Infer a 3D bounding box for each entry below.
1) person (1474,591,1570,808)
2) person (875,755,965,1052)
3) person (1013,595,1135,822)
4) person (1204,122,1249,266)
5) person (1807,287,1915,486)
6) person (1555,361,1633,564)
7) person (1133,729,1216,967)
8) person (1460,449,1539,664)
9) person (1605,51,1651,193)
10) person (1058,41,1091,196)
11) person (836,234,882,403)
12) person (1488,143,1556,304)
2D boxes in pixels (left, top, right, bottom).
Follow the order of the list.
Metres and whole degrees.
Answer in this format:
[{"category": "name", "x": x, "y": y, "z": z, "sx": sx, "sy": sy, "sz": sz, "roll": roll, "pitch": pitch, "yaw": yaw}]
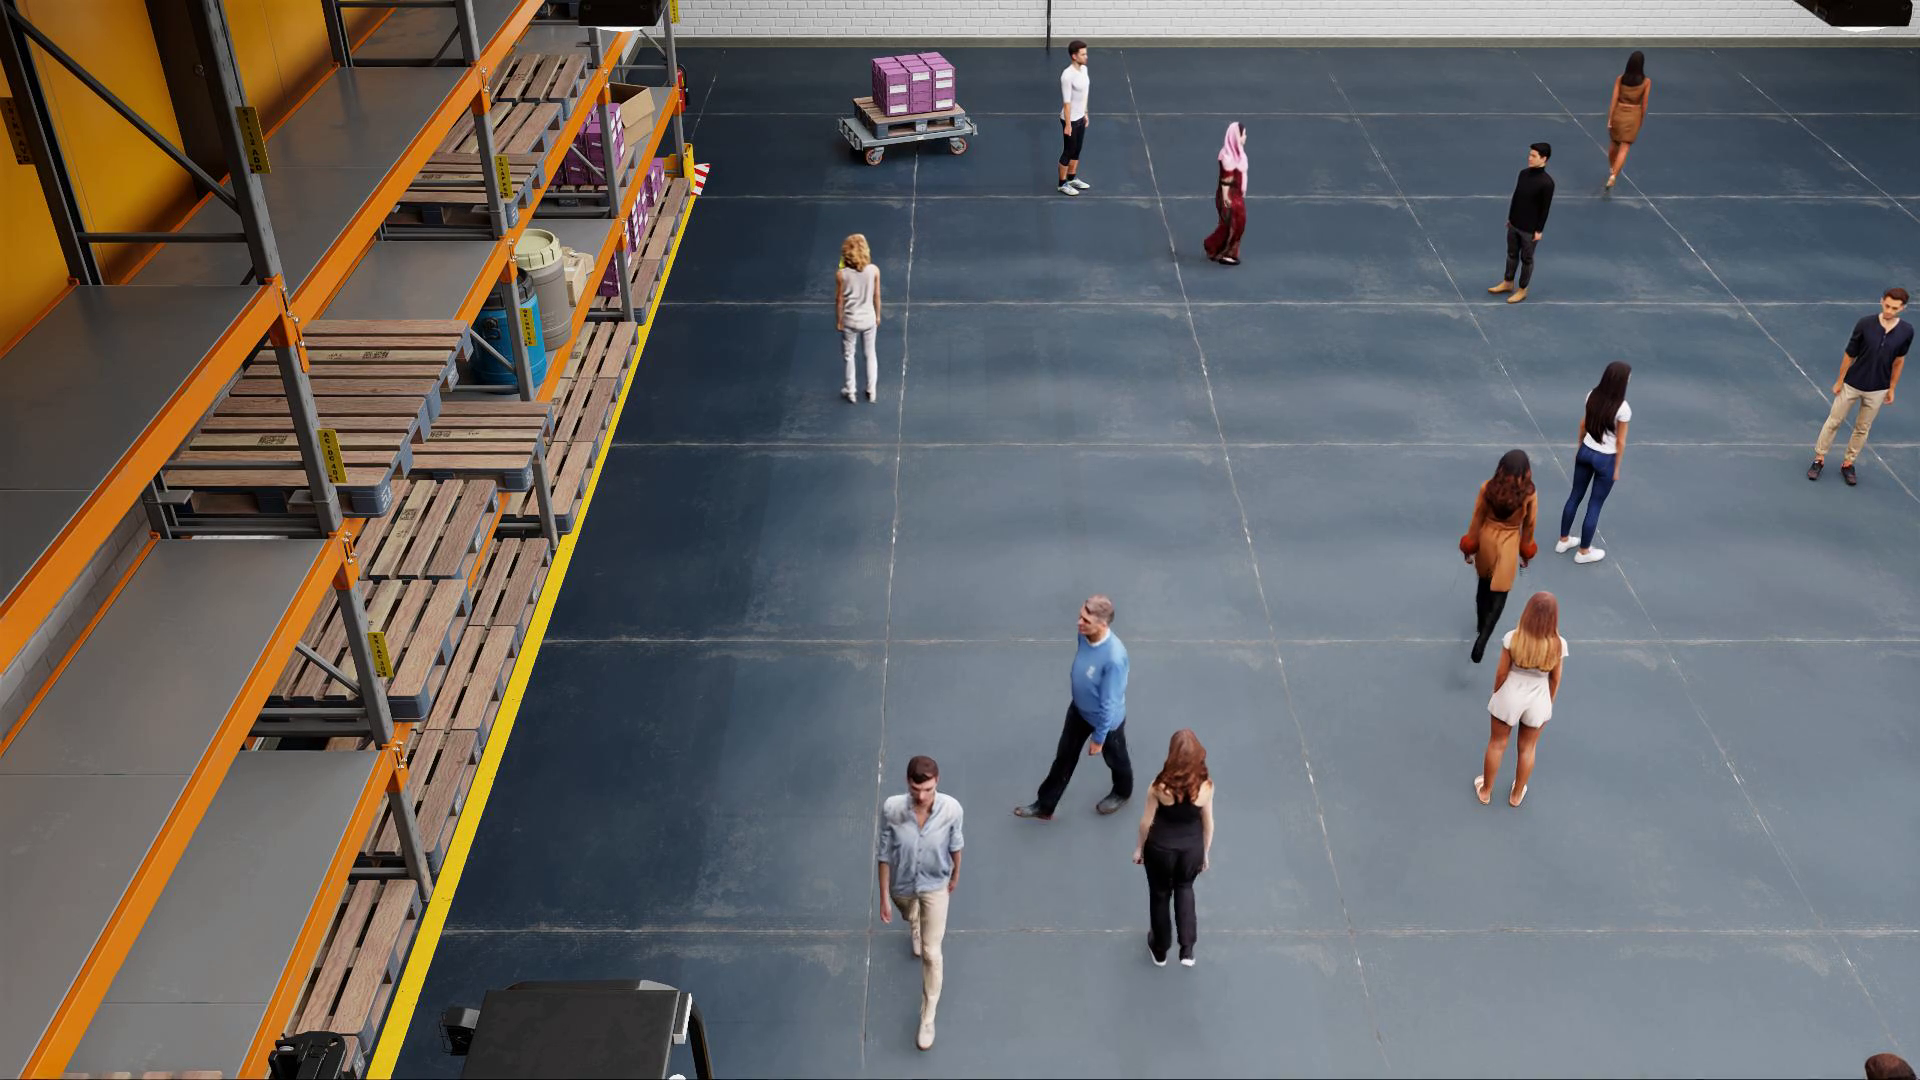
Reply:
[{"category": "person", "x": 3.689, "y": 1.052, "z": 10.927, "sx": 0.616, "sy": 1.697, "sz": 0.621, "roll": 7, "pitch": 34, "yaw": 11}, {"category": "person", "x": -0.234, "y": 1.898, "z": 9.546, "sx": 0.687, "sy": 1.818, "sz": 1.228, "roll": 1, "pitch": 34, "yaw": 2}, {"category": "person", "x": 0.973, "y": 1.092, "z": 10.797, "sx": 1.086, "sy": 1.775, "sz": 1.159, "roll": -18, "pitch": 38, "yaw": -25}, {"category": "person", "x": 2.902, "y": -3.802, "z": 18.282, "sx": 0.865, "sy": 1.639, "sz": 0.763, "roll": 14, "pitch": 36, "yaw": 20}, {"category": "person", "x": 7.841, "y": -1.354, "z": 14.408, "sx": 0.696, "sy": 1.851, "sz": 0.652, "roll": 11, "pitch": 35, "yaw": 16}, {"category": "person", "x": 5.126, "y": -0.635, "z": 13.396, "sx": 0.724, "sy": 1.774, "sz": 0.607, "roll": -17, "pitch": 37, "yaw": -23}, {"category": "person", "x": 1.265, "y": 1.874, "z": 9.659, "sx": 0.654, "sy": 1.733, "sz": 0.764, "roll": -5, "pitch": 34, "yaw": -8}, {"category": "person", "x": 3.965, "y": 0.143, "z": 12.302, "sx": 0.999, "sy": 1.690, "sz": 1.199, "roll": 15, "pitch": 37, "yaw": 22}, {"category": "person", "x": 8.027, "y": -5.013, "z": 20.090, "sx": 0.915, "sy": 1.656, "sz": 1.150, "roll": 17, "pitch": 37, "yaw": 24}, {"category": "person", "x": 1.368, "y": -5.108, "z": 20.059, "sx": 0.798, "sy": 1.848, "sz": 0.682, "roll": 18, "pitch": 38, "yaw": 25}, {"category": "person", "x": -0.952, "y": -2.083, "z": 15.669, "sx": 0.637, "sy": 1.670, "sz": 0.616, "roll": -8, "pitch": 35, "yaw": -12}, {"category": "person", "x": 5.981, "y": -3.364, "z": 17.548, "sx": 0.780, "sy": 1.722, "sz": 0.627, "roll": -13, "pitch": 36, "yaw": -19}]
